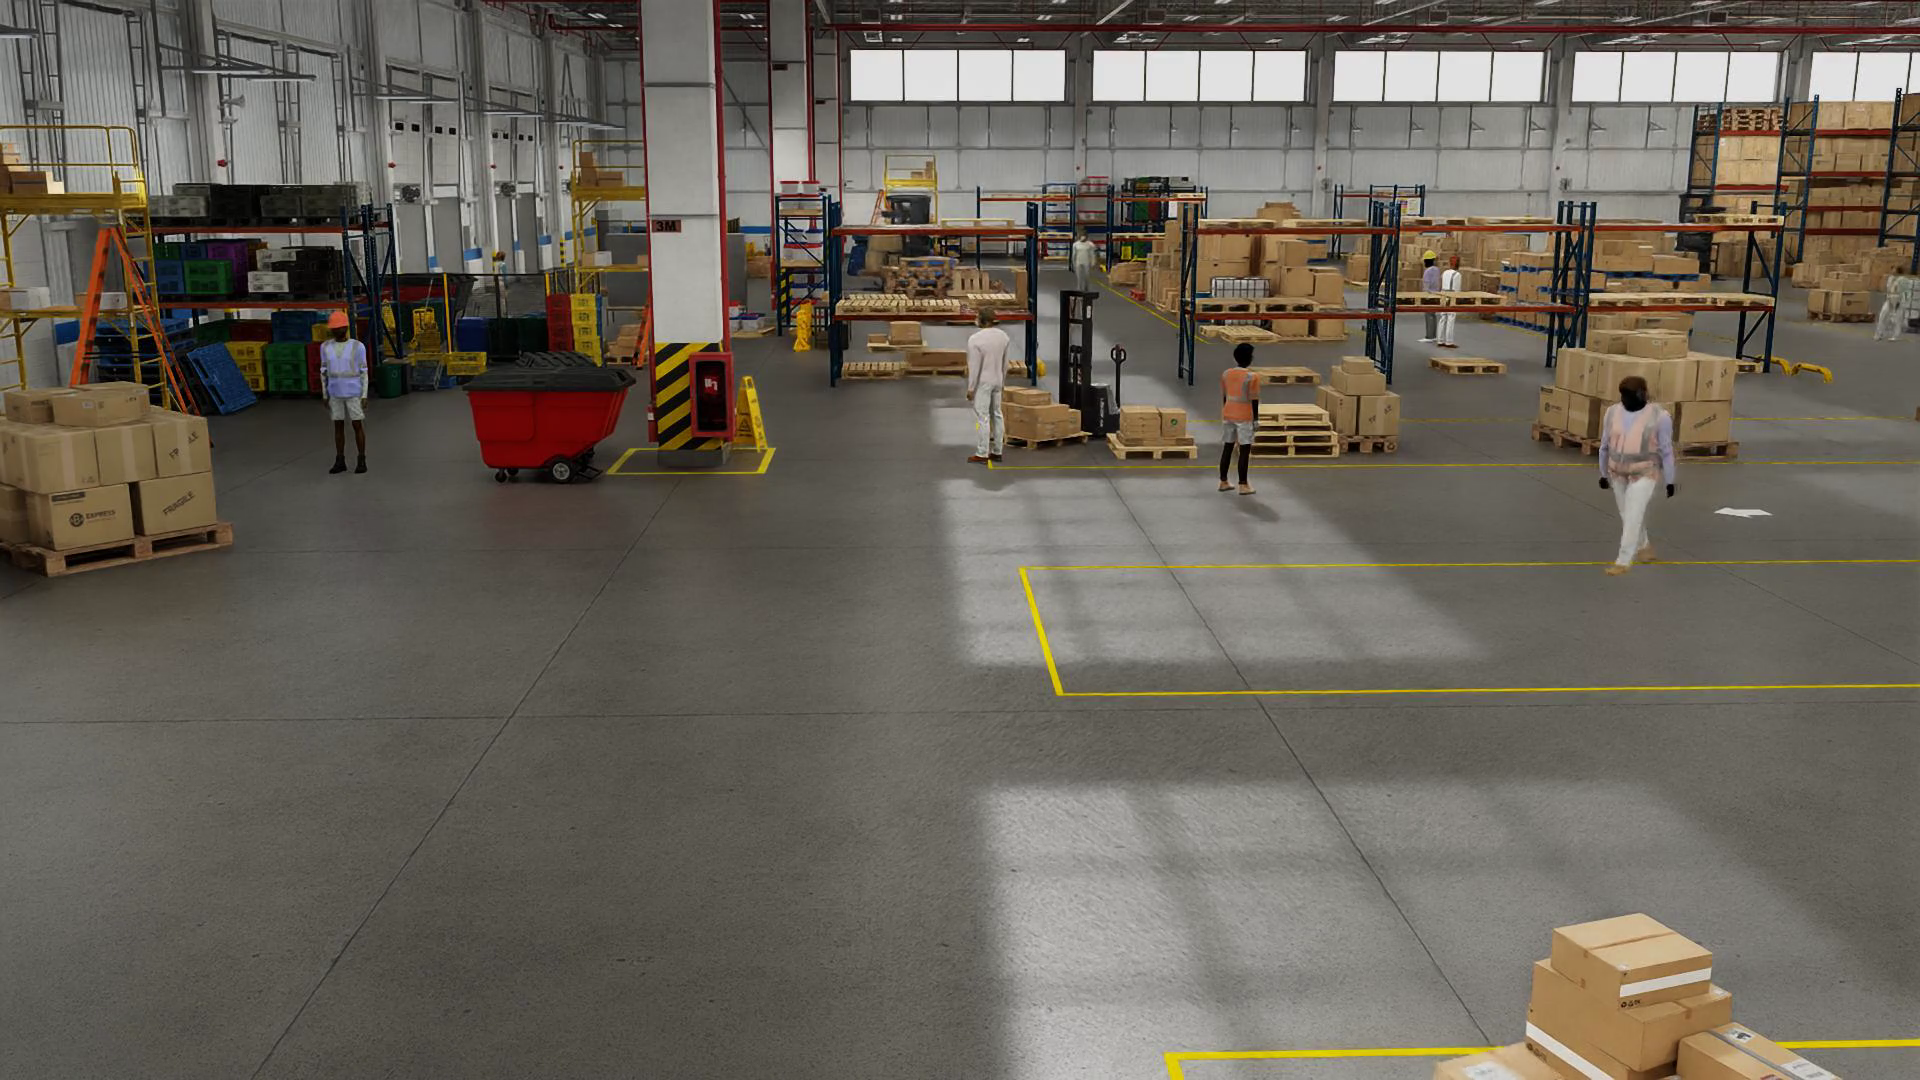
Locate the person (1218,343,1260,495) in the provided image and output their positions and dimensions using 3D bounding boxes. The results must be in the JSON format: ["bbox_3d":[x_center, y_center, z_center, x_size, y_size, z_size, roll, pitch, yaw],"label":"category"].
[{"bbox_3d":[3.118,-1.352,18.543,0.321,1.692,0.534,-10,16,-39],"label":"person"}]

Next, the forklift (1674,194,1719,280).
[{"bbox_3d":[24.178,-10.027,54.994,1.129,2.768,1.873,-1,13,-6],"label":"forklift"}]

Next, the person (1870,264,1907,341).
[{"bbox_3d":[19.668,-5.004,35.164,0.711,1.611,0.531,-3,13,-13],"label":"person"}]

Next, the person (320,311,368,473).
[{"bbox_3d":[-7.311,-1.746,19.748,0.552,1.935,0.360,0,12,0],"label":"person"}]

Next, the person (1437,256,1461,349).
[{"bbox_3d":[9.961,-4.820,33.781,0.355,1.876,0.574,-4,13,-19],"label":"person"}]

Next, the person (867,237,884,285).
[{"bbox_3d":[-2.631,-9.023,52.702,0.635,1.908,0.507,1,13,3],"label":"person"}]

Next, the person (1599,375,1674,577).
[{"bbox_3d":[6.085,-0.599,14.918,0.887,1.796,0.668,-10,16,-38],"label":"person"}]

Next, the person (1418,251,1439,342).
[{"bbox_3d":[9.894,-5.135,35.110,0.408,1.918,0.584,8,15,32],"label":"person"}]

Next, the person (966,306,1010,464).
[{"bbox_3d":[0.327,-1.898,20.439,0.630,1.939,0.372,-12,17,-43],"label":"person"}]

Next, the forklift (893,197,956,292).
[{"bbox_3d":[-1.141,-8.616,48.621,1.873,2.768,1.129,5,13,20],"label":"forklift"}]

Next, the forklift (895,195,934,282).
[{"bbox_3d":[-1.555,-9.617,53.143,1.129,2.768,1.873,3,13,14],"label":"forklift"}]

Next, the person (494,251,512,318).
[{"bbox_3d":[-11.267,-6.262,40.842,0.312,1.633,0.519,-10,16,-39],"label":"person"}]

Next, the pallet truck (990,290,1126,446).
[{"bbox_3d":[1.257,-2.299,22.111,1.885,1.965,0.823,-9,15,-35],"label":"pallet truck"}]

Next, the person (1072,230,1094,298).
[{"bbox_3d":[3.497,-7.849,47.345,0.633,1.922,0.640,1,13,6],"label":"person"}]
